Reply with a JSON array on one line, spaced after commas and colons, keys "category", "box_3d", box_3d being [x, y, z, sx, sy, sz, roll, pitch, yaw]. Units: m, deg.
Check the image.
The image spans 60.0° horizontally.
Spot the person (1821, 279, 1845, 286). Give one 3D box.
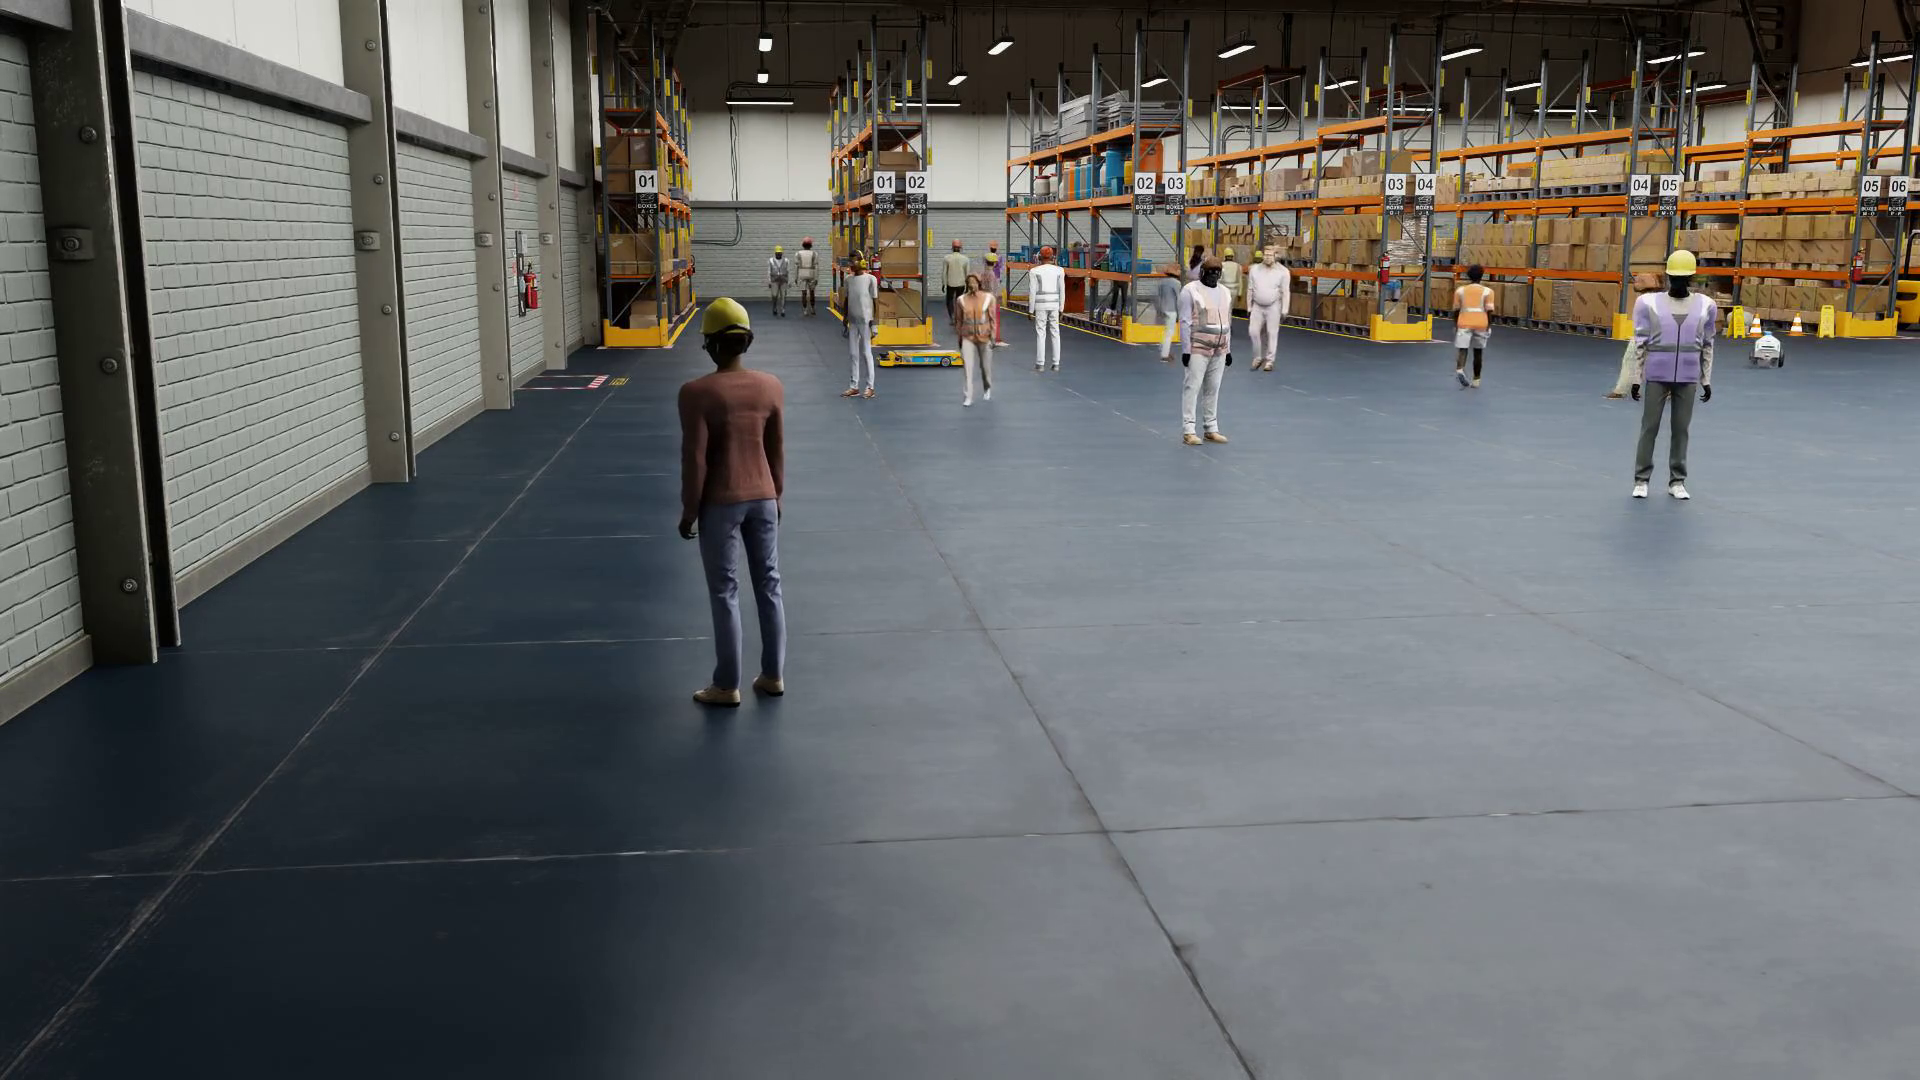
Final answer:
[{"category": "person", "box_3d": [19.507, -5.645, 37.150, 0.569, 1.825, 0.720, -1, 10, -7]}]

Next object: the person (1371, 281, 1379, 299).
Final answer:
[{"category": "person", "box_3d": [11.099, -6.822, 43.548, 0.530, 1.832, 0.879, -1, 10, -6]}]

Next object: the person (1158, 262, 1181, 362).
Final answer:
[{"category": "person", "box_3d": [3.444, -3.699, 27.018, 0.440, 1.612, 0.526, -5, 11, -25]}]

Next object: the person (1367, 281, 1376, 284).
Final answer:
[{"category": "person", "box_3d": [13.008, -8.576, 52.743, 0.392, 1.991, 0.613, 8, 13, 37]}]

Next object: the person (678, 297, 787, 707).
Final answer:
[{"category": "person", "box_3d": [-0.992, -0.159, 7.218, 0.526, 1.768, 0.330, -9, 13, -40]}]

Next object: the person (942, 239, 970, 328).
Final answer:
[{"category": "person", "box_3d": [-0.083, -5.706, 37.029, 0.652, 1.979, 0.462, -2, 10, -9]}]

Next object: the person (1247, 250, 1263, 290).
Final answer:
[{"category": "person", "box_3d": [6.607, -5.558, 36.908, 0.503, 1.727, 0.416, -2, 11, -11]}]

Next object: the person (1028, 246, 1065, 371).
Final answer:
[{"category": "person", "box_3d": [1.311, -3.500, 25.216, 0.573, 1.883, 0.354, -3, 11, -16]}]

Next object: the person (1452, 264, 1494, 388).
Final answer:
[{"category": "person", "box_3d": [6.826, -2.841, 22.156, 0.542, 1.675, 0.673, 4, 11, 19]}]

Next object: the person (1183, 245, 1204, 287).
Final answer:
[{"category": "person", "box_3d": [4.631, -4.927, 33.092, 0.689, 1.859, 0.620, 9, 14, 40]}]

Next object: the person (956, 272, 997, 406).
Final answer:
[{"category": "person", "box_3d": [0.206, -2.453, 20.213, 0.514, 1.611, 0.752, 1, 10, 7]}]

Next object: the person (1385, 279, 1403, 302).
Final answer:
[{"category": "person", "box_3d": [10.040, -5.849, 38.651, 0.534, 1.683, 0.453, 1, 10, 3]}]

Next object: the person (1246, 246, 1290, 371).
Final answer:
[{"category": "person", "box_3d": [4.618, -3.478, 25.063, 0.687, 1.885, 0.575, 5, 12, 26]}]

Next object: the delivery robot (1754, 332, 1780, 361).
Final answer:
[{"category": "delivery robot", "box_3d": [12.517, -2.986, 25.782, 0.477, 0.478, 0.707, 5, 11, 24]}]

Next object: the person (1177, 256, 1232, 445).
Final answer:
[{"category": "person", "box_3d": [2.425, -1.855, 16.328, 0.619, 1.839, 0.430, -6, 12, -31]}]

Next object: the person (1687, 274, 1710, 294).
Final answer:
[{"category": "person", "box_3d": [18.816, -6.612, 42.426, 0.657, 1.826, 0.449, -2, 10, -8]}]

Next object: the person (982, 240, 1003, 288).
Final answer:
[{"category": "person", "box_3d": [0.890, -7.211, 45.443, 0.577, 1.922, 0.486, 0, 10, -2]}]

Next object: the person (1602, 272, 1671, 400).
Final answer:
[{"category": "person", "box_3d": [8.495, -2.516, 20.617, 0.516, 1.591, 0.854, -10, 14, -44]}]

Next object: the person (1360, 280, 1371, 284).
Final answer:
[{"category": "person", "box_3d": [12.292, -8.066, 50.091, 0.628, 1.940, 0.373, -1, 10, -7]}]

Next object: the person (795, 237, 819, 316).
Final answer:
[{"category": "person", "box_3d": [-3.935, -6.767, 42.794, 0.637, 1.994, 0.995, 0, 10, -2]}]

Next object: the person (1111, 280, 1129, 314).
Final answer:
[{"category": "person", "box_3d": [3.922, -6.316, 40.830, 0.522, 1.824, 0.783, -1, 10, -7]}]

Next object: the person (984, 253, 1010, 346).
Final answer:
[{"category": "person", "box_3d": [0.500, -4.449, 30.817, 0.779, 1.742, 0.527, -2, 11, -12]}]

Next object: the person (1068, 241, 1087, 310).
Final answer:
[{"category": "person", "box_3d": [3.230, -7.263, 45.793, 0.655, 1.907, 0.857, -2, 11, -10]}]

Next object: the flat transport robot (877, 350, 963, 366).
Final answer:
[{"category": "flat transport robot", "box_3d": [-0.576, -2.871, 26.185, 1.431, 0.197, 0.652, -1, 10, -7]}]

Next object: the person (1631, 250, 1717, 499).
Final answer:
[{"category": "person", "box_3d": [5.511, -1.268, 12.864, 0.594, 1.922, 0.384, 2, 11, 12]}]

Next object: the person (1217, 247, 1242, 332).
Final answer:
[{"category": "person", "box_3d": [5.605, -5.186, 34.663, 0.600, 1.809, 0.736, -2, 11, -12]}]

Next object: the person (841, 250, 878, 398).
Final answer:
[{"category": "person", "box_3d": [-1.270, -2.732, 21.054, 0.526, 1.865, 0.315, 6, 12, 30]}]

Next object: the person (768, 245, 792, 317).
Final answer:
[{"category": "person", "box_3d": [-4.578, -6.576, 42.280, 0.604, 1.812, 0.570, -2, 10, -10]}]

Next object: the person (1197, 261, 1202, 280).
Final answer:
[{"category": "person", "box_3d": [4.726, -4.530, 31.660, 0.803, 1.613, 0.529, -6, 12, -30]}]
